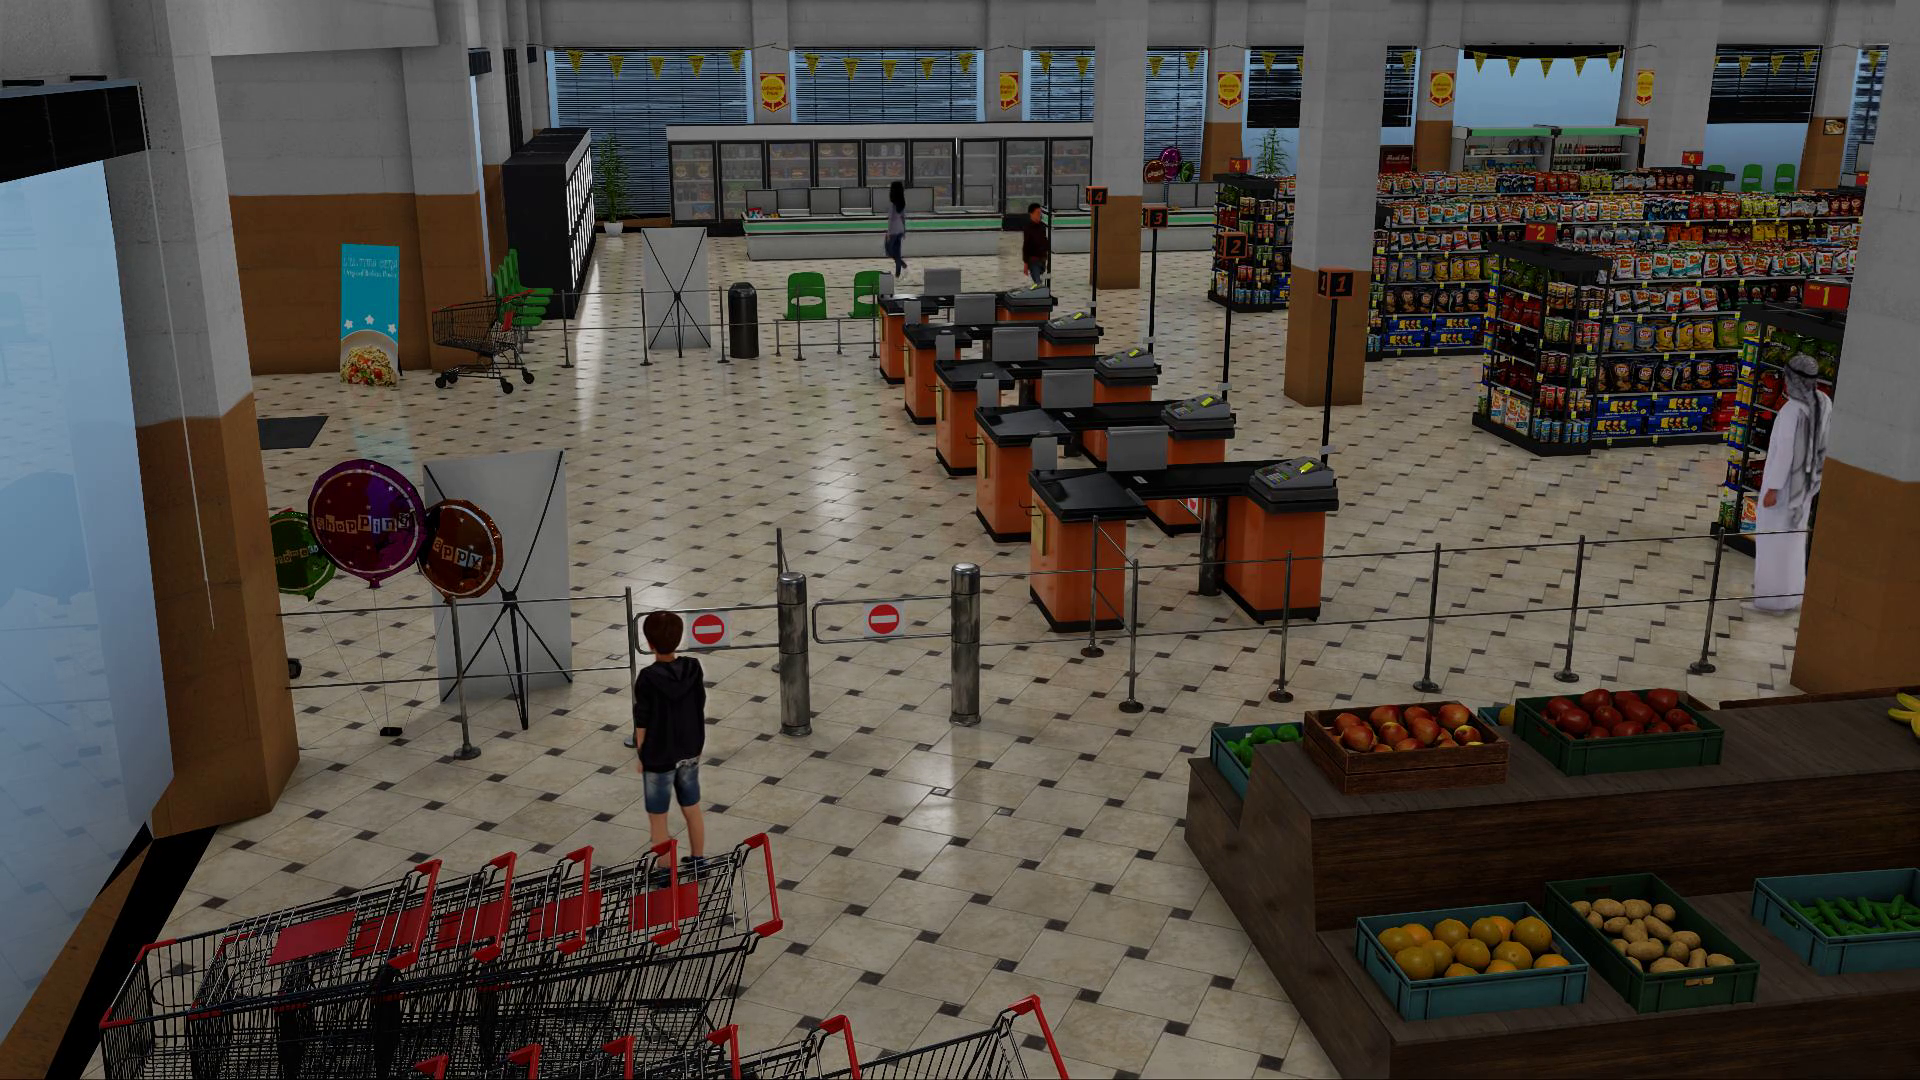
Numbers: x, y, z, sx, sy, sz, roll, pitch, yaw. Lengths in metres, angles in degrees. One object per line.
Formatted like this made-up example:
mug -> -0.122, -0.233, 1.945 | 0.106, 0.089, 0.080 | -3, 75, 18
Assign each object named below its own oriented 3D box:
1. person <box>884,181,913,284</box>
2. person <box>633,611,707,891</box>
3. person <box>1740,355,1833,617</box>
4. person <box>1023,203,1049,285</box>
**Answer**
person -> -1.032, -5.266, 28.543 | 0.925, 1.724, 0.866 | 12, 20, 34
person -> -1.440, 1.042, 8.249 | 0.583, 1.446, 0.674 | -13, 21, -37
person -> 6.071, -0.401, 12.172 | 0.736, 1.926, 0.857 | -13, 21, -36
person -> 1.057, -4.072, 24.557 | 1.104, 1.755, 1.095 | 15, 22, 40
